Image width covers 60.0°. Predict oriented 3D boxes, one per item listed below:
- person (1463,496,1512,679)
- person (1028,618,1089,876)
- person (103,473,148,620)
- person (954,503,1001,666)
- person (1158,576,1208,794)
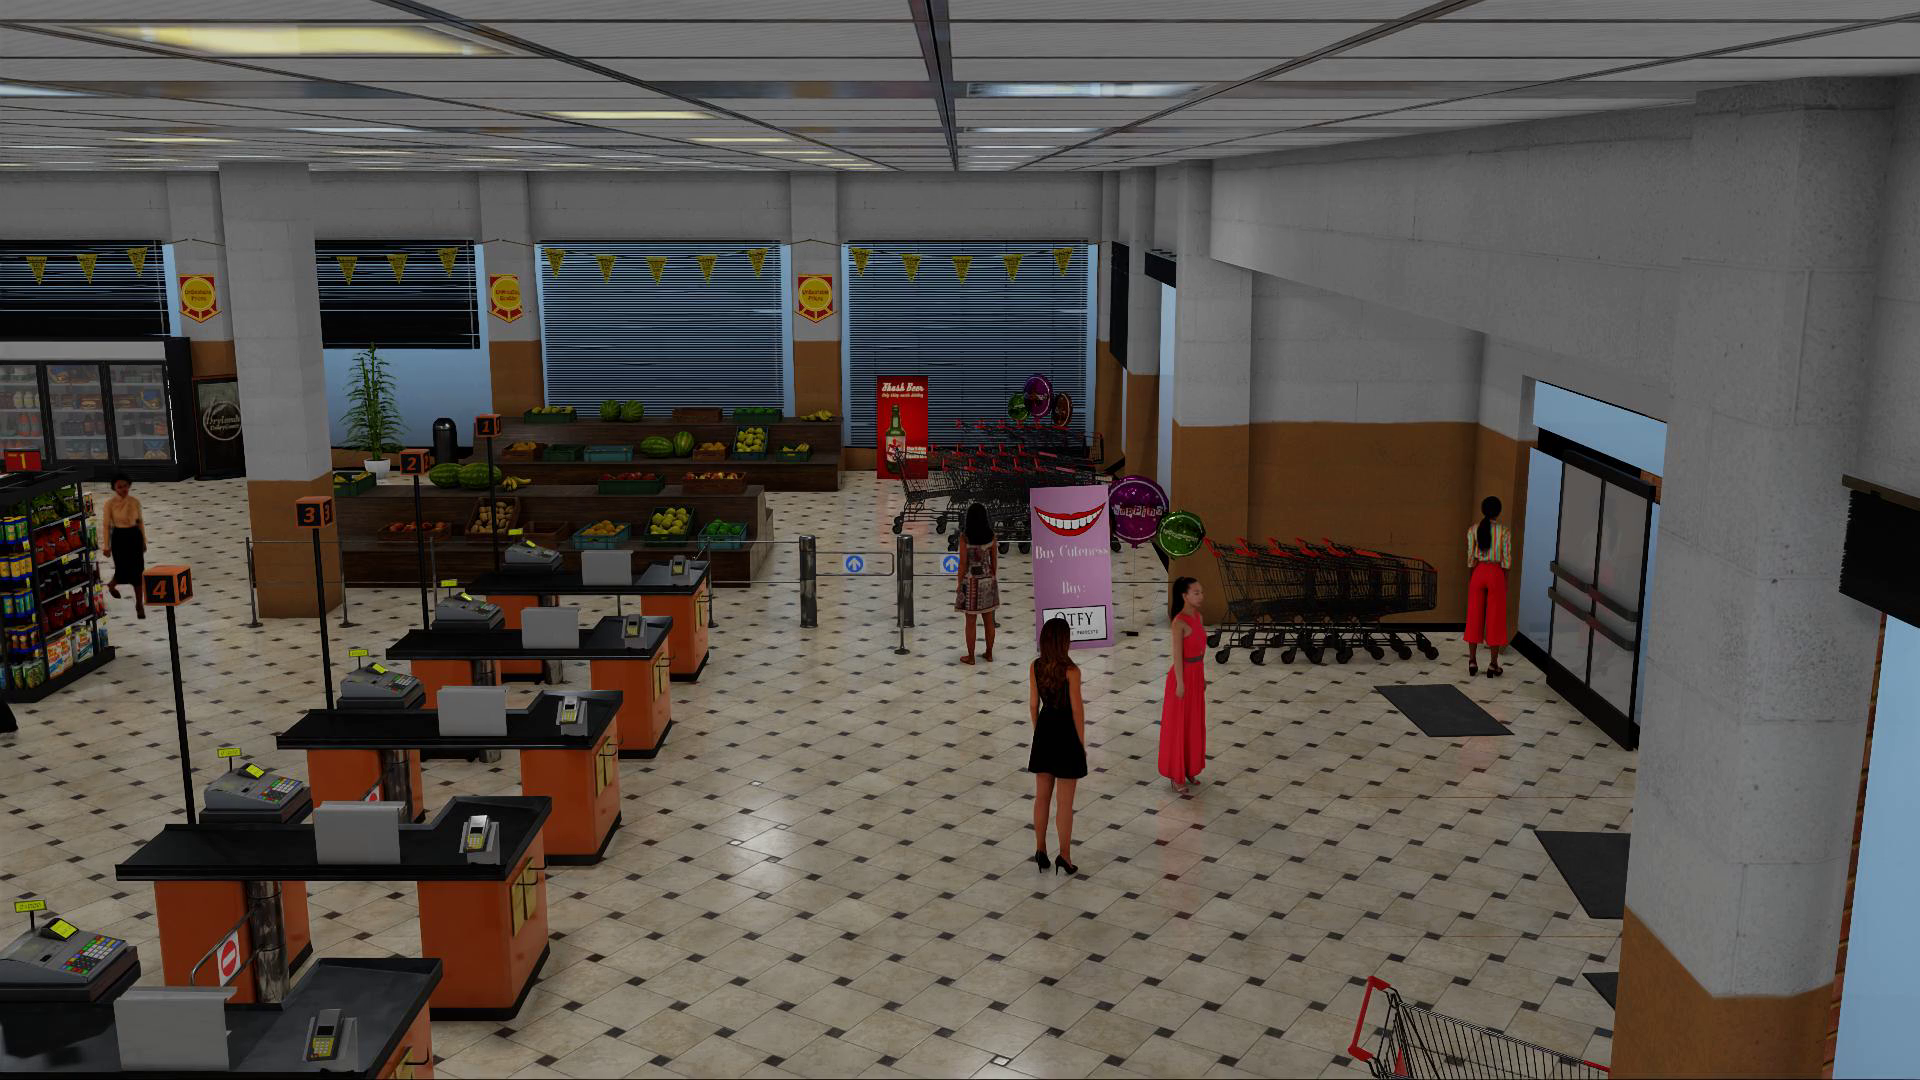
[{"bbox_3d":[5.164,0.451,16.281,0.643,1.792,0.746,8,14,32],"label":"person"},{"bbox_3d":[0.665,1.431,11.523,0.627,1.835,0.724,8,14,32],"label":"person"},{"bbox_3d":[-9.294,0.067,18.484,0.970,1.635,0.896,9,15,38],"label":"person"},{"bbox_3d":[0.177,0.429,16.741,0.636,1.645,0.783,-6,13,-26],"label":"person"},{"bbox_3d":[1.795,1.133,13.198,0.746,1.727,0.712,8,15,35],"label":"person"}]
